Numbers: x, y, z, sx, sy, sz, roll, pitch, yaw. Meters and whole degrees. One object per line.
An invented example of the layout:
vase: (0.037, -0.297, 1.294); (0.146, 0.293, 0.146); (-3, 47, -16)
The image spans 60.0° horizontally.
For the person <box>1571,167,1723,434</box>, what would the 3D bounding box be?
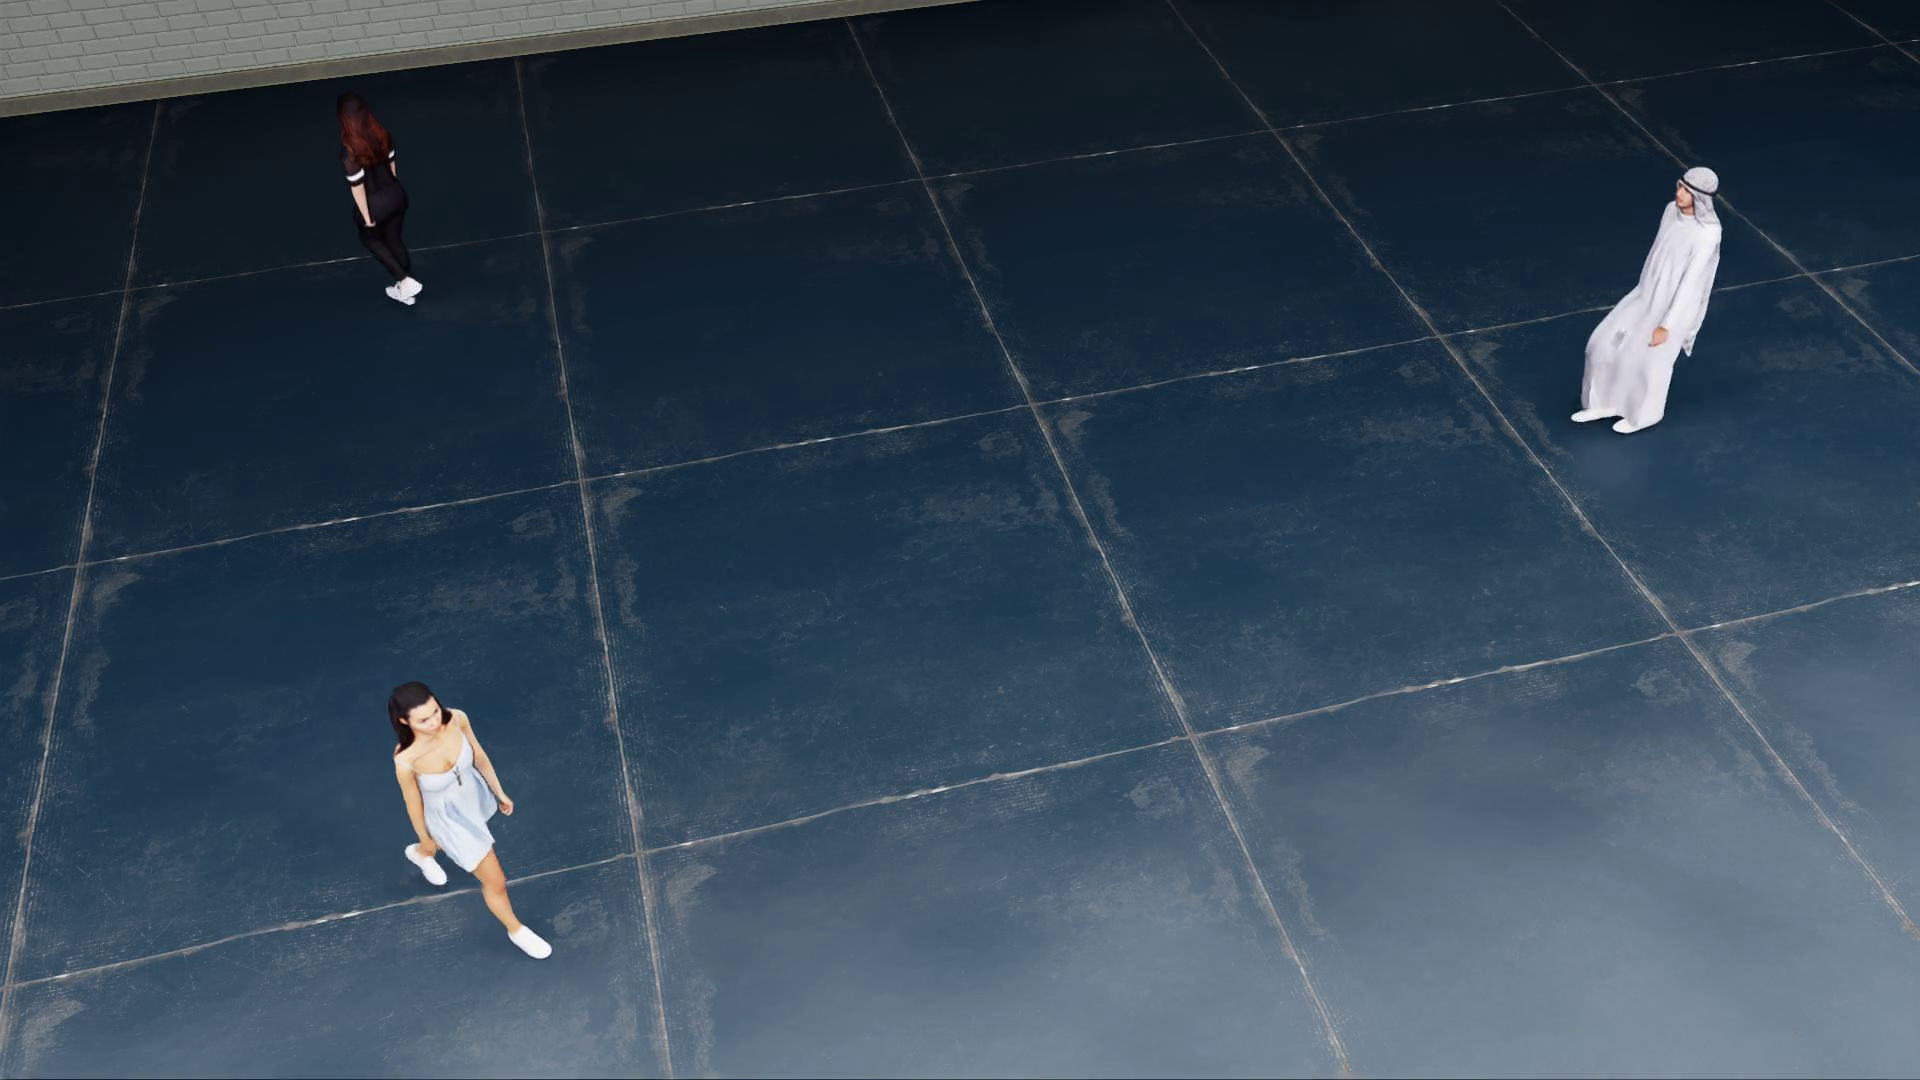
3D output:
person: (4.455, -1.462, 10.357); (0.747, 1.904, 0.748); (-13, 45, -13)

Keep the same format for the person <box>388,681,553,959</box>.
person: (-2.371, 1.213, 7.646); (1.127, 1.694, 1.108); (19, 46, 19)

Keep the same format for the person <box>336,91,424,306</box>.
person: (-3.951, -2.316, 11.473); (0.823, 1.628, 0.764); (24, 48, 23)
